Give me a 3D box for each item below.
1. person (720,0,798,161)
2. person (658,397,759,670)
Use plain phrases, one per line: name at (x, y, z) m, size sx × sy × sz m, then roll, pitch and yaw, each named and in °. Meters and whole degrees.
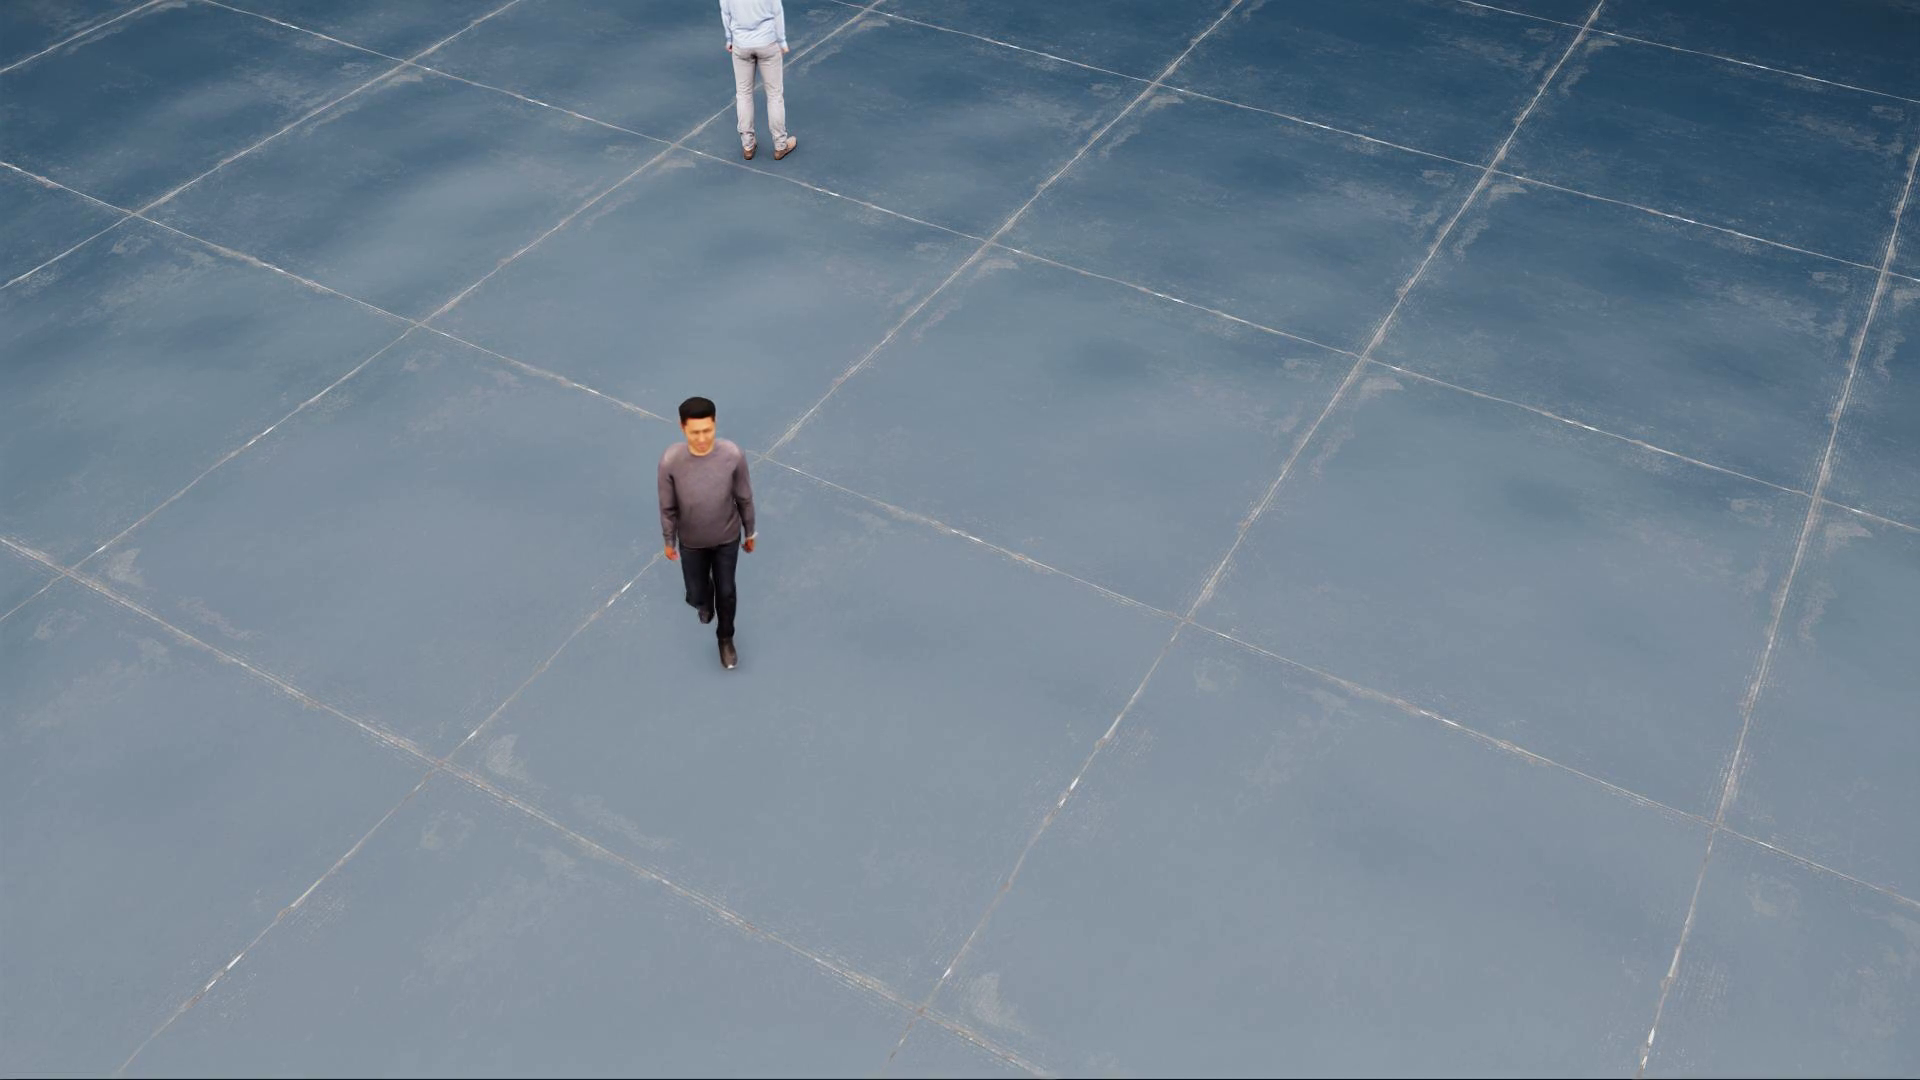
person at (-1.612, -3.906, 13.118) m, size 0.733 × 1.895 × 0.716 m, roll 5°, pitch 43°, yaw 6°
person at (-1.364, -0.089, 9.013) m, size 0.872 × 1.762 × 0.935 m, roll 1°, pitch 42°, yaw 1°
